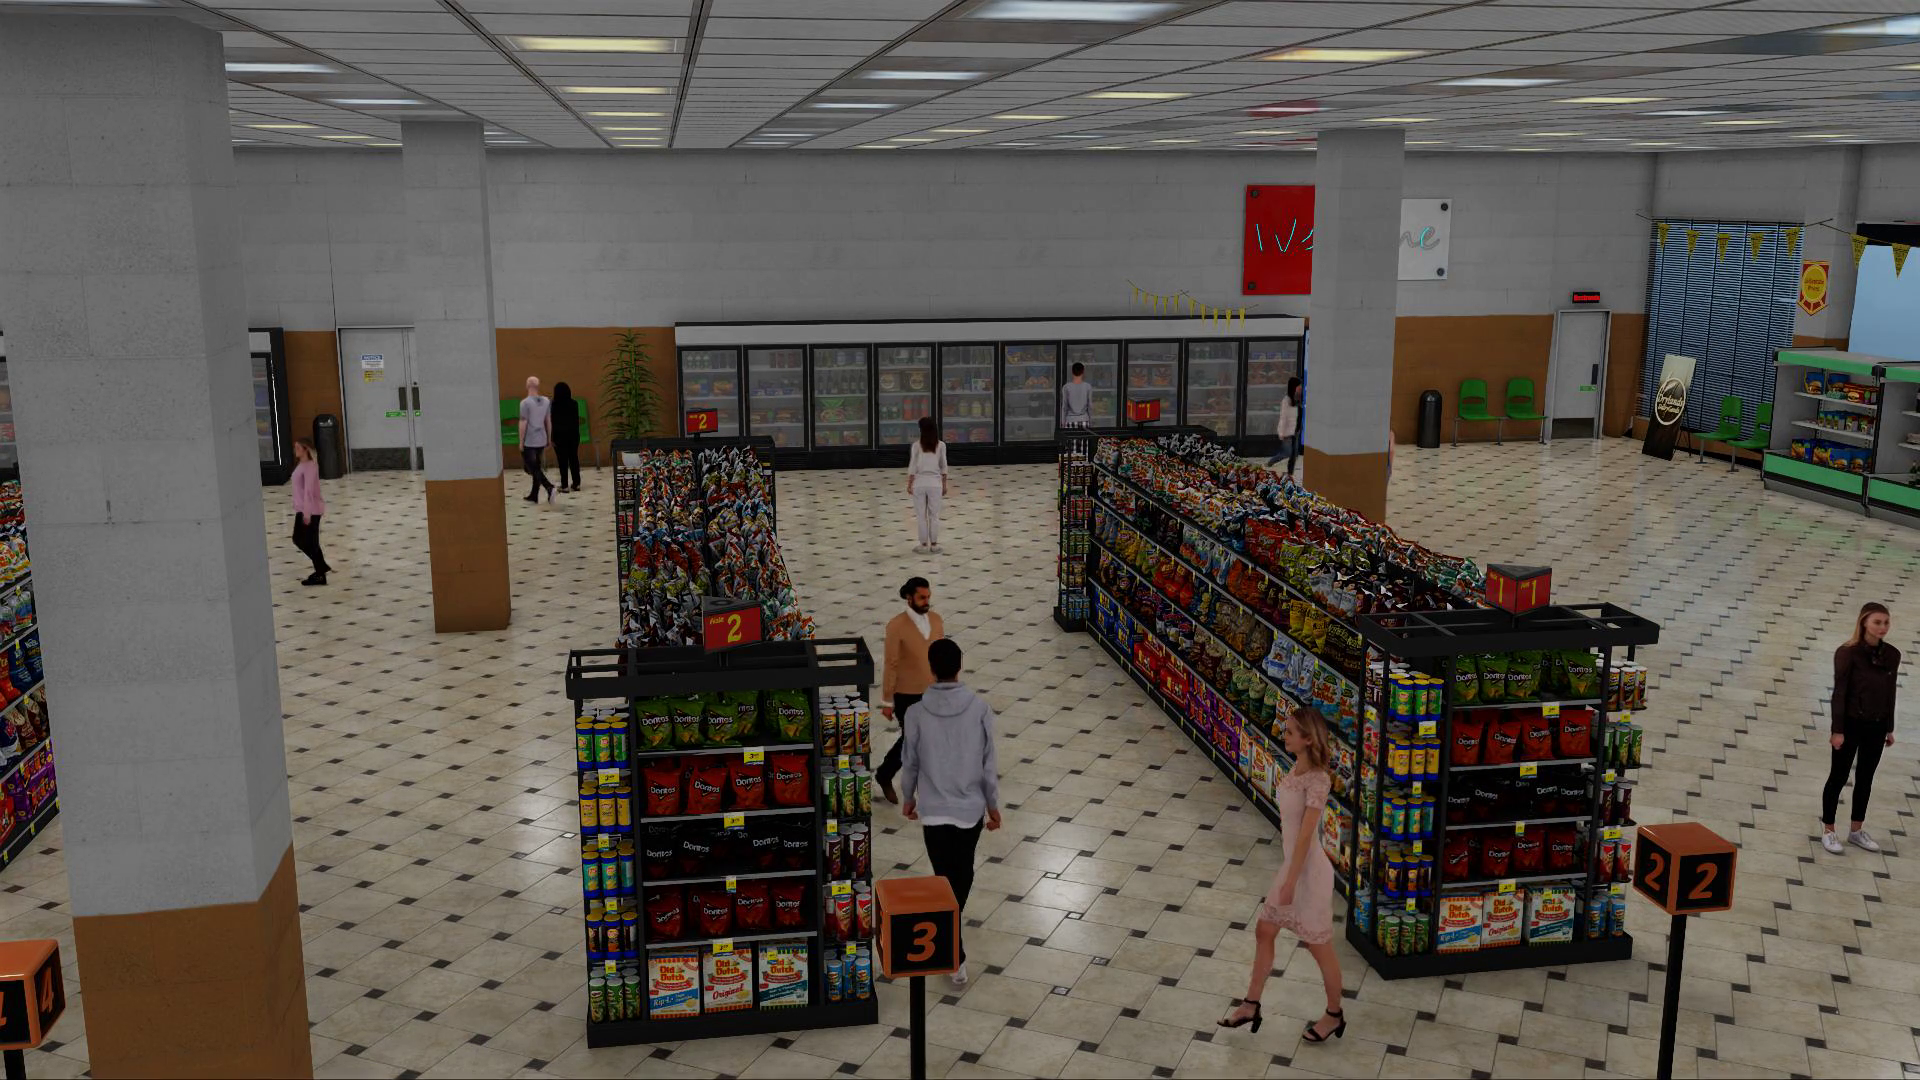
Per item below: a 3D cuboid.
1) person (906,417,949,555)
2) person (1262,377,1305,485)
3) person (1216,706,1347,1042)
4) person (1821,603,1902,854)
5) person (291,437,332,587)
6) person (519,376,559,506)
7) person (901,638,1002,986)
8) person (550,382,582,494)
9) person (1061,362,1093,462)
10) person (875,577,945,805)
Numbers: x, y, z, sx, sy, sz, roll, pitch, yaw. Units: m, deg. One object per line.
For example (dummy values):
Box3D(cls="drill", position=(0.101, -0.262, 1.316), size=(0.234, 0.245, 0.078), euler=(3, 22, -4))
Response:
Box3D(cls="person", position=(-0.398, -0.668, 20.251), size=(0.634, 1.684, 0.582), euler=(-1, 12, -3))
Box3D(cls="person", position=(4.875, -1.637, 25.013), size=(0.991, 1.618, 0.935), euler=(7, 14, 30))
Box3D(cls="person", position=(1.863, 1.742, 8.510), size=(0.682, 1.805, 0.831), euler=(-2, 12, -7))
Box3D(cls="person", position=(6.020, 1.246, 11.126), size=(0.610, 1.697, 0.507), euler=(-1, 12, -7))
Box3D(cls="person", position=(-7.203, -0.324, 18.634), size=(0.762, 1.677, 0.657), euler=(-7, 14, -30))
Box3D(cls="person", position=(-5.891, -1.351, 23.181), size=(1.157, 1.812, 1.097), euler=(9, 15, 35))
Box3D(cls="person", position=(-0.029, 1.545, 9.283), size=(0.700, 1.871, 1.152), euler=(-1, 12, -7))
Box3D(cls="person", position=(-5.792, -1.514, 24.431), size=(0.824, 1.616, 0.774), euler=(9, 15, 38))
Box3D(cls="person", position=(1.763, -1.748, 24.980), size=(0.648, 1.847, 0.571), euler=(-1, 12, -3))
Box3D(cls="person", position=(-0.370, 1.102, 11.742), size=(1.093, 1.725, 1.270), euler=(-11, 16, -43))
